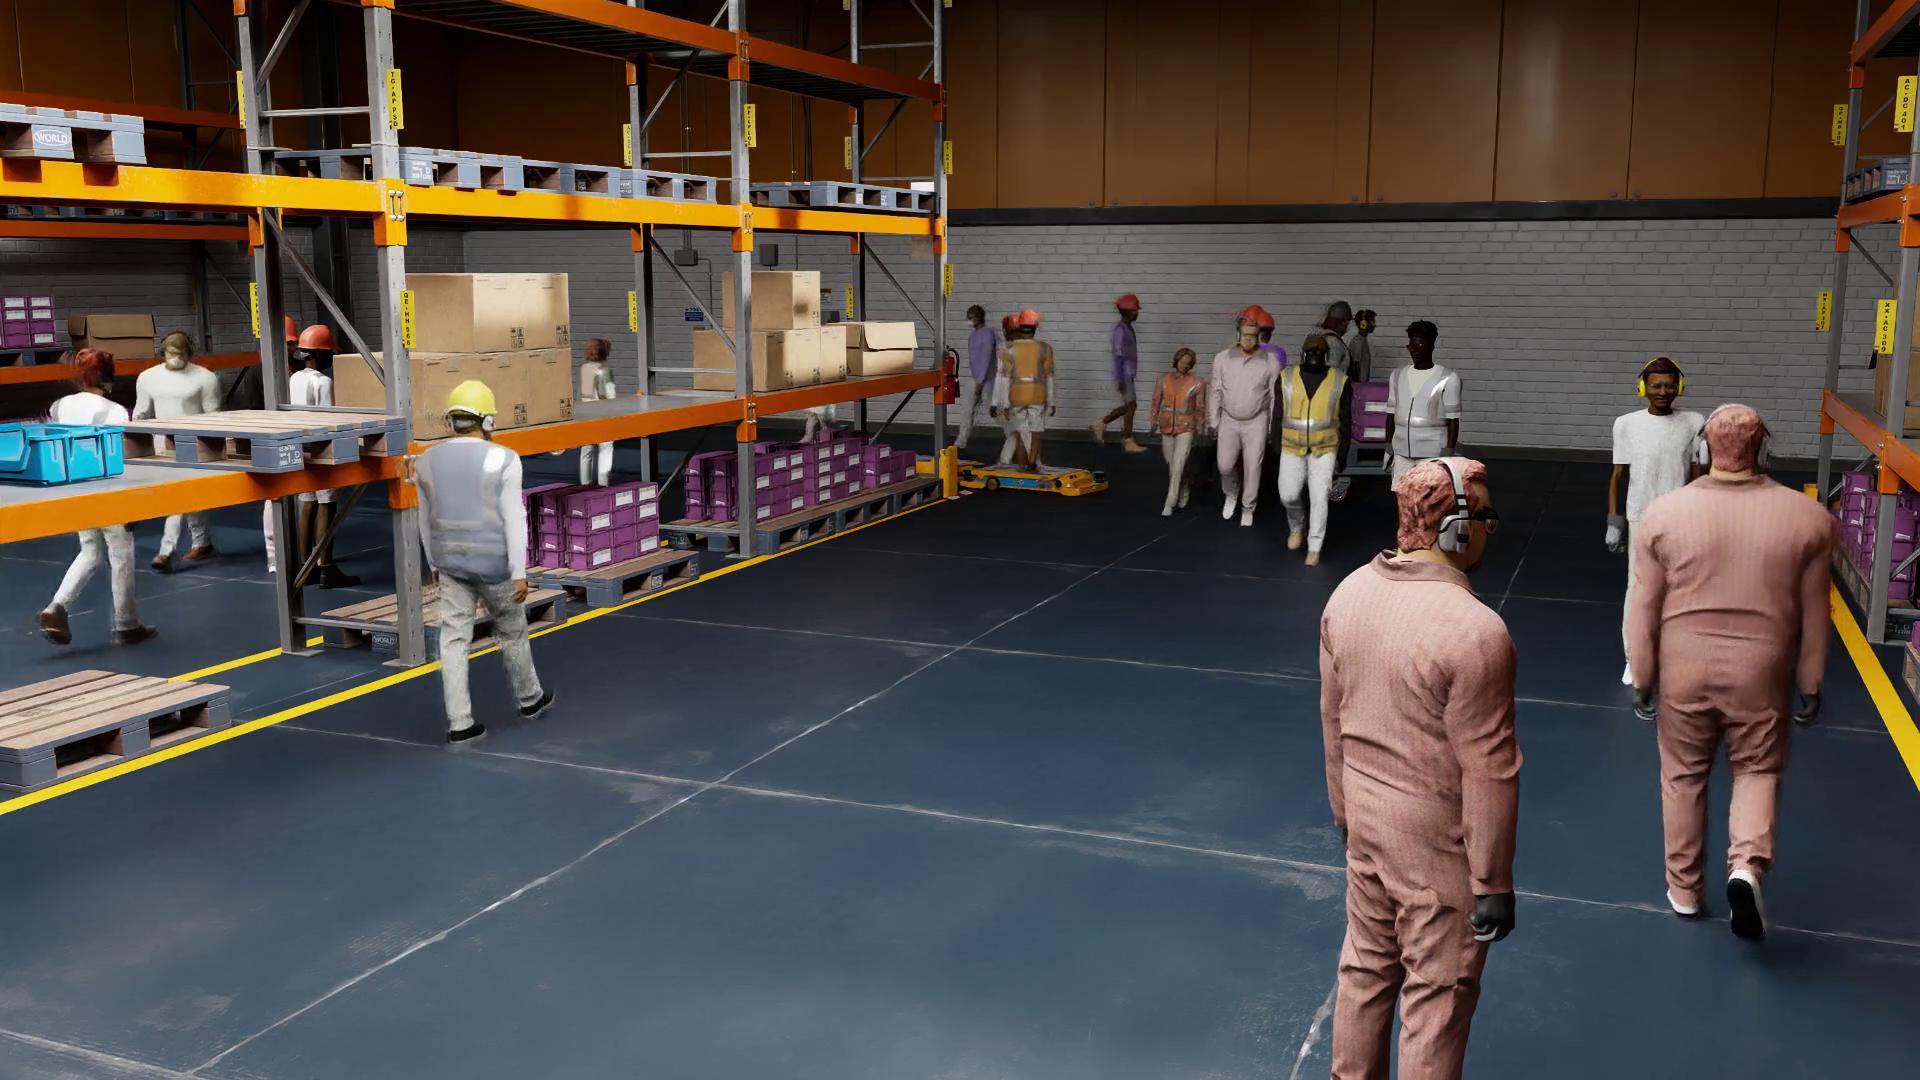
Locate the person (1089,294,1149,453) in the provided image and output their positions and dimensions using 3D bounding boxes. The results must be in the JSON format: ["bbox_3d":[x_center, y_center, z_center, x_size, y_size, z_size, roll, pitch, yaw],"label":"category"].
[{"bbox_3d":[2.027,-2.100,21.030,0.696,2.021,0.622,2,10,13],"label":"person"}]

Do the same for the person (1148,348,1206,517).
[{"bbox_3d":[2.117,-1.056,15.958,0.520,1.598,0.815,5,11,27],"label":"person"}]

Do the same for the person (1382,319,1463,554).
[{"bbox_3d":[3.475,-0.681,12.596,0.610,1.965,0.364,9,13,42],"label":"person"}]

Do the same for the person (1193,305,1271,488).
[{"bbox_3d":[2.945,-1.508,17.641,0.876,1.966,0.621,-3,10,-19],"label":"person"}]

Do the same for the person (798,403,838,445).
[{"bbox_3d":[-1.577,-1.386,17.964,0.730,1.610,0.535,-5,11,-27],"label":"person"}]

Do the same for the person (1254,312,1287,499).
[{"bbox_3d":[3.099,-1.383,17.065,0.549,1.885,0.992,4,10,23],"label":"person"}]

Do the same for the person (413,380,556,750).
[{"bbox_3d":[-2.388,0.096,8.383,0.629,1.791,0.861,2,10,11],"label":"person"}]

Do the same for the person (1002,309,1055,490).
[{"bbox_3d":[0.720,-1.493,17.670,0.555,1.916,0.816,2,10,10],"label":"person"}]

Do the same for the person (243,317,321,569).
[{"bbox_3d":[-5.200,-0.734,12.888,0.611,1.983,0.425,-8,13,-42],"label":"person"}]

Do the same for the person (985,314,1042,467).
[{"bbox_3d":[0.571,-1.509,17.983,0.981,1.830,0.665,6,11,34],"label":"person"}]

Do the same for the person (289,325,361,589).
[{"bbox_3d":[-4.702,-0.611,12.257,0.549,1.936,0.376,8,12,39],"label":"person"}]

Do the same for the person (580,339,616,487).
[{"bbox_3d":[-3.689,-1.231,16.952,0.519,1.621,0.342,9,13,43],"label":"person"}]

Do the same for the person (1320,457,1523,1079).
[{"bbox_3d":[1.173,0.740,4.160,0.408,1.906,0.652,-4,10,-21],"label":"person"}]

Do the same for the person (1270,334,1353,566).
[{"bbox_3d":[2.795,-0.722,13.249,0.643,1.832,0.505,3,10,17],"label":"person"}]

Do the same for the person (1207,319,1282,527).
[{"bbox_3d":[2.582,-1.060,15.107,0.675,1.890,0.430,3,10,15],"label":"person"}]

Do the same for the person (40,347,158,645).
[{"bbox_3d":[-5.322,-0.245,10.227,0.598,1.873,0.645,3,10,19],"label":"person"}]

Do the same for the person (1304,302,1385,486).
[{"bbox_3d":[4.052,-1.589,17.870,1.037,2.000,0.696,-1,9,-5],"label":"person"}]

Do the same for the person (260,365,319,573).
[{"bbox_3d":[-5.201,-0.566,12.903,0.500,1.633,0.282,-4,10,-22],"label":"person"}]

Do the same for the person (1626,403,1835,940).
[{"bbox_3d":[2.680,0.469,5.842,0.659,1.893,0.620,4,10,21],"label":"person"}]

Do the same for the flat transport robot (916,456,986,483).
[{"bbox_3d":[-0.412,-0.788,18.369,1.431,0.197,0.652,9,13,44],"label":"flat transport robot"}]

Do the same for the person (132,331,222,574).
[{"bbox_3d":[-6.099,-0.687,12.951,0.687,1.866,1.031,1,9,5],"label":"person"}]

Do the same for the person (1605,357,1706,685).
[{"bbox_3d":[3.933,-0.100,9.381,0.557,1.861,0.335,2,10,10],"label":"person"}]

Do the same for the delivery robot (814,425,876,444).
[{"bbox_3d":[-1.315,-1.060,18.875,0.707,0.478,0.477,5,11,30],"label":"delivery robot"}]

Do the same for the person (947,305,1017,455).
[{"bbox_3d":[0.313,-1.984,20.748,1.020,1.893,0.677,-4,10,-21],"label":"person"}]

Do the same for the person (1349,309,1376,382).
[{"bbox_3d":[4.675,-1.752,19.418,0.328,1.859,0.552,3,10,18],"label":"person"}]

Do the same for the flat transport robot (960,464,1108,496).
[{"bbox_3d":[0.775,-0.644,17.497,1.431,0.197,0.652,6,11,31],"label":"flat transport robot"}]
